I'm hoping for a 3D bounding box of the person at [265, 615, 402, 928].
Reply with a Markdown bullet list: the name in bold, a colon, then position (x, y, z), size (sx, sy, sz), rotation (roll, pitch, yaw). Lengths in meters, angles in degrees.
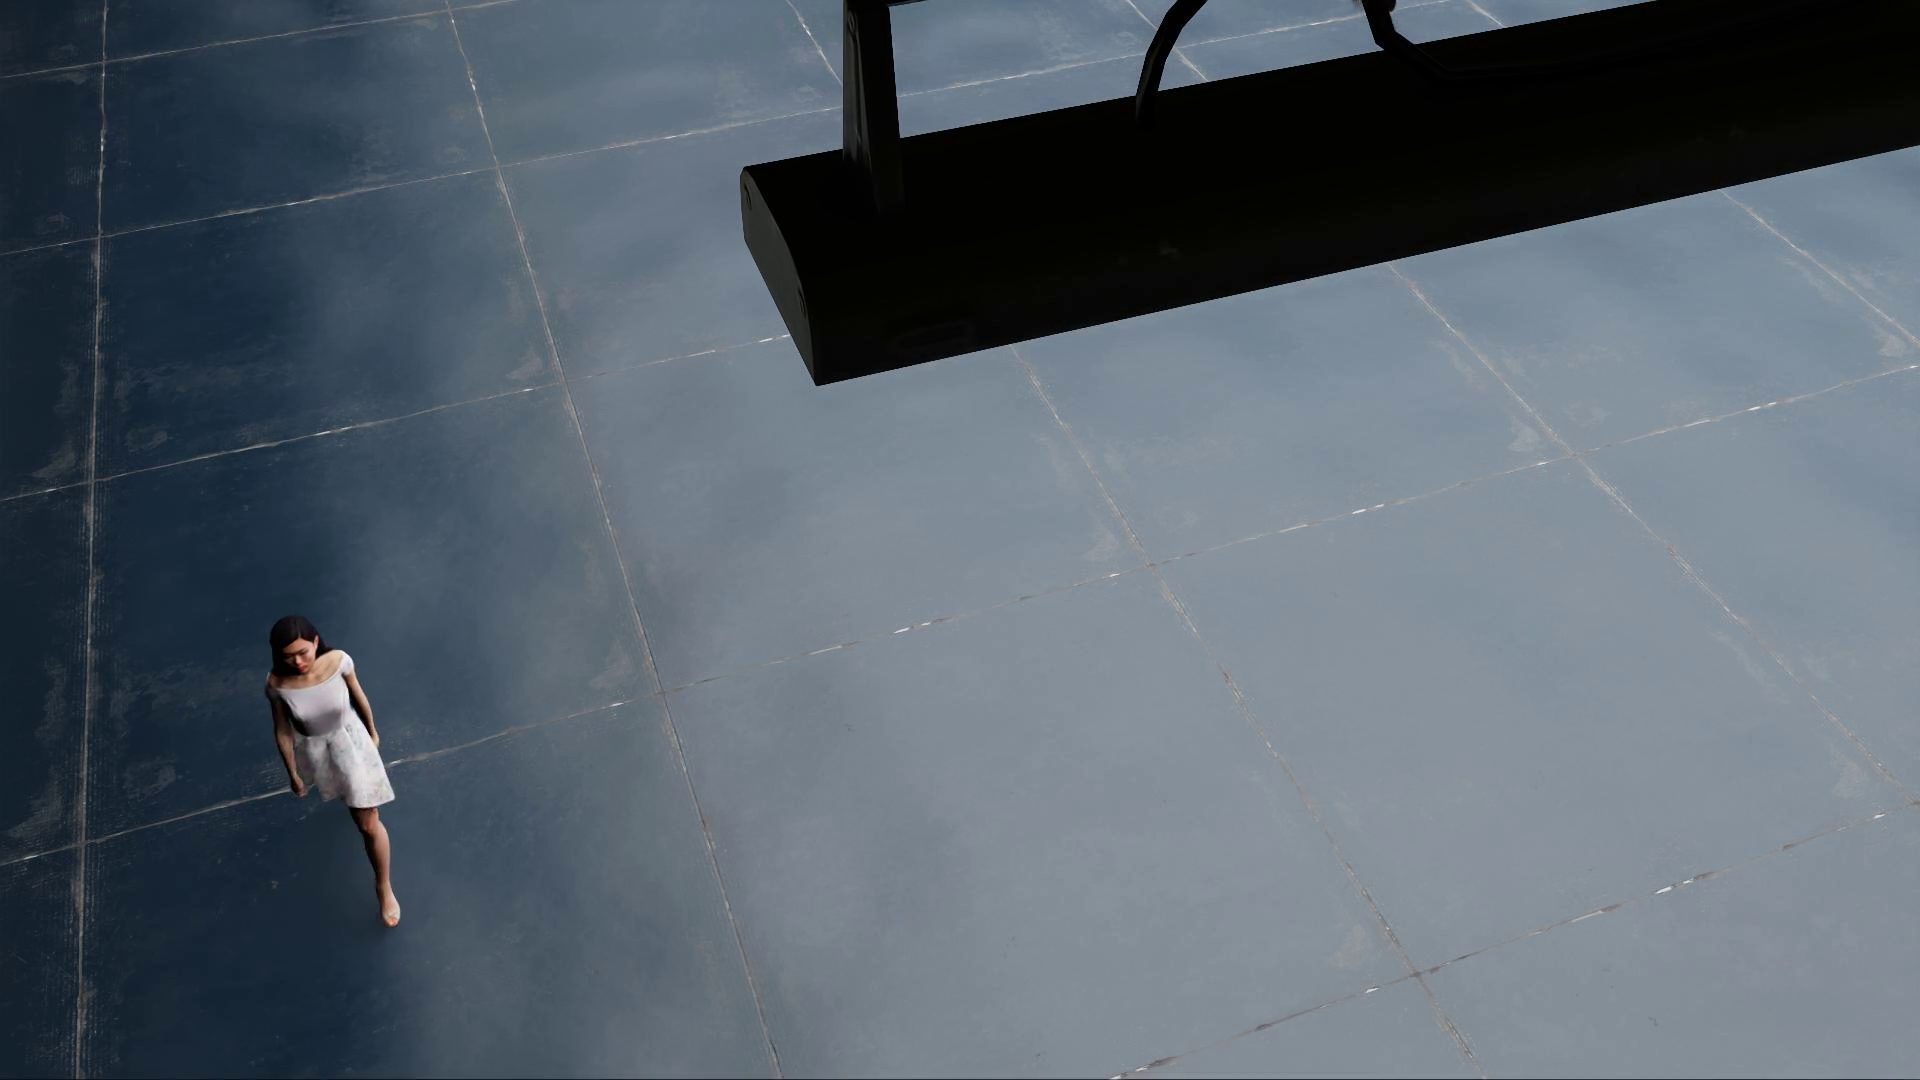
- **person**: position (-2.968, 0.960, 7.856), size (0.601, 1.730, 1.195), rotation (-15, 45, -16)
